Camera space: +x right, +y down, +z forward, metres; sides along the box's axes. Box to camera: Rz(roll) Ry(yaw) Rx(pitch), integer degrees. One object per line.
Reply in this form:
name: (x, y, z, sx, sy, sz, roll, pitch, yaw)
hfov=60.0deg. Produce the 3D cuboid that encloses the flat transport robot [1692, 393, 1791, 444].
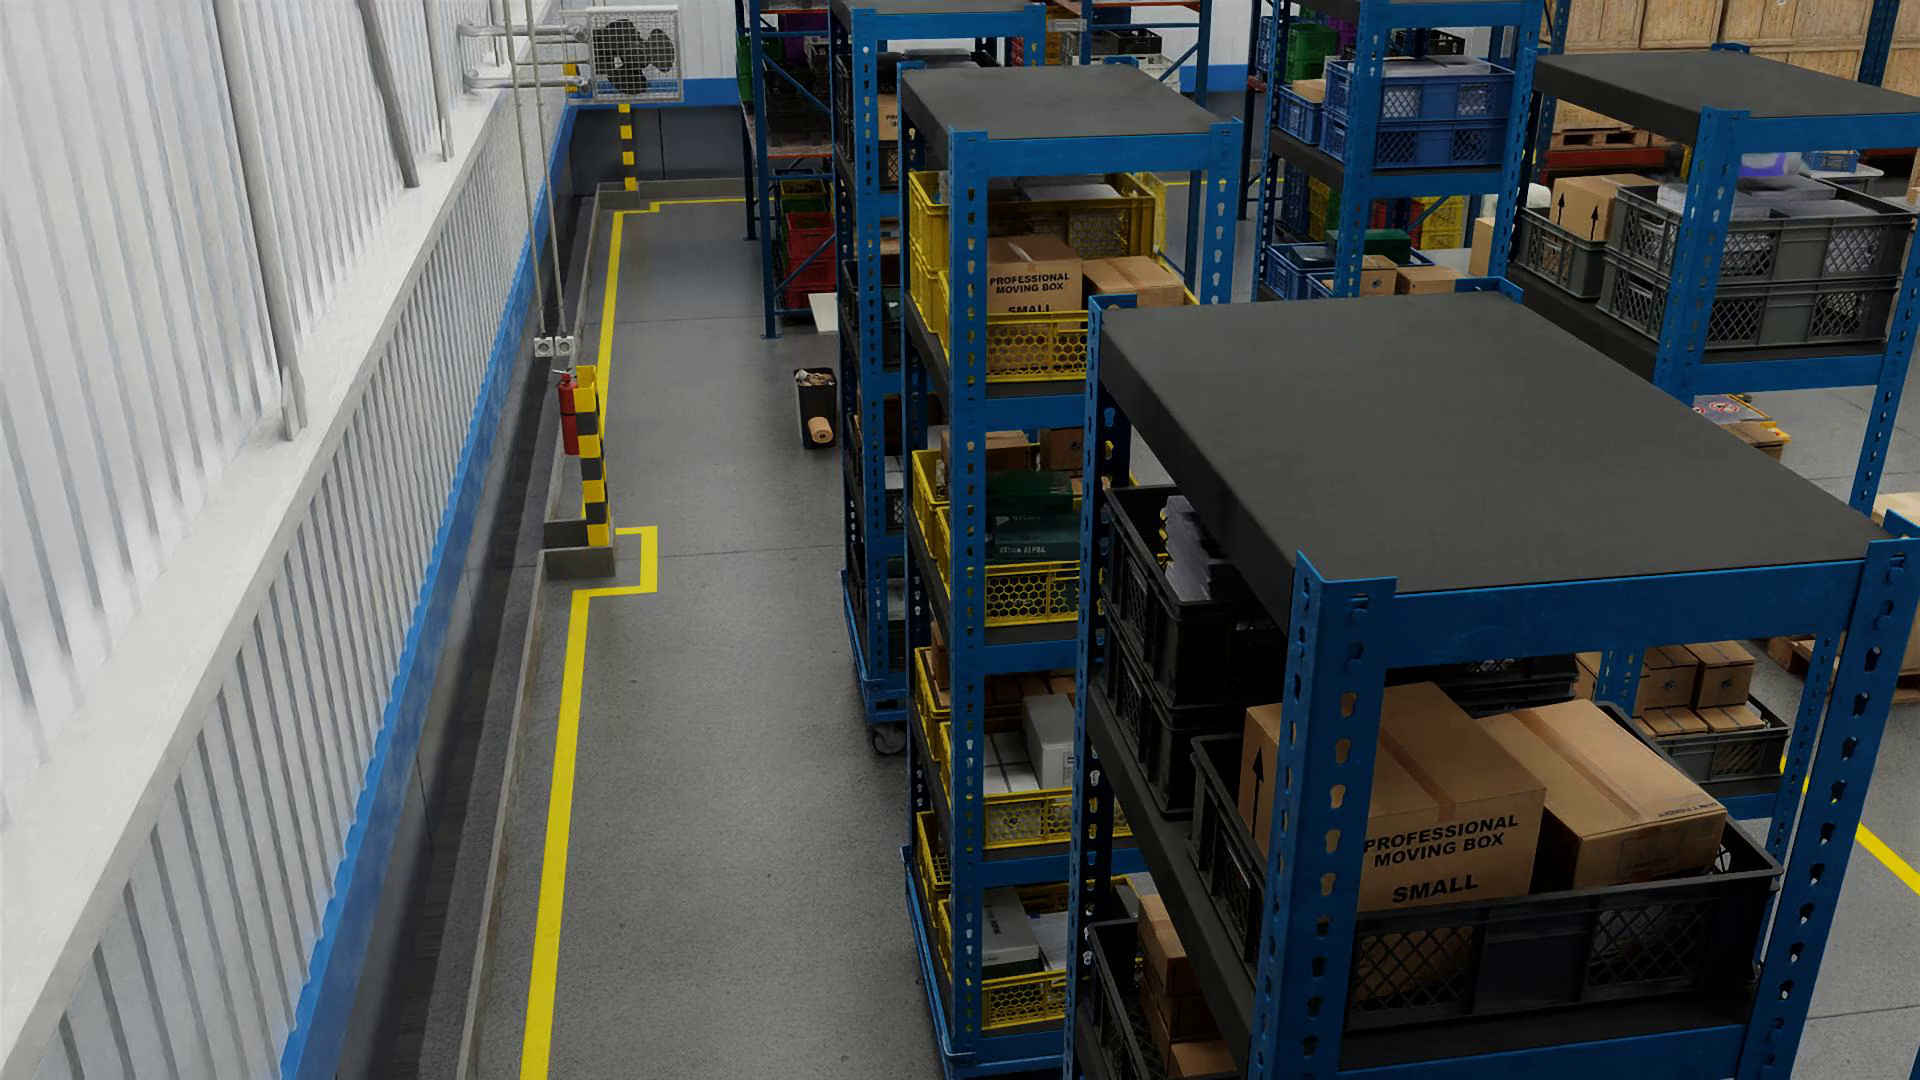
flat transport robot: (5.224, -0.859, 12.132, 1.431, 0.197, 0.652, -4, 25, -8)

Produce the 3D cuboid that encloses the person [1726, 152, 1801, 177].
person: (6.582, -2.655, 13.952, 0.701, 2.000, 0.810, 10, 26, 20)

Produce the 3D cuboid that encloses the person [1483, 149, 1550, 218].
person: (4.518, -2.372, 13.661, 0.524, 1.768, 0.324, 6, 25, 13)

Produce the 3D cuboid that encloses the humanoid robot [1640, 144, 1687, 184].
humanoid robot: (5.919, -2.553, 14.187, 0.566, 1.629, 0.616, 6, 25, 13)
